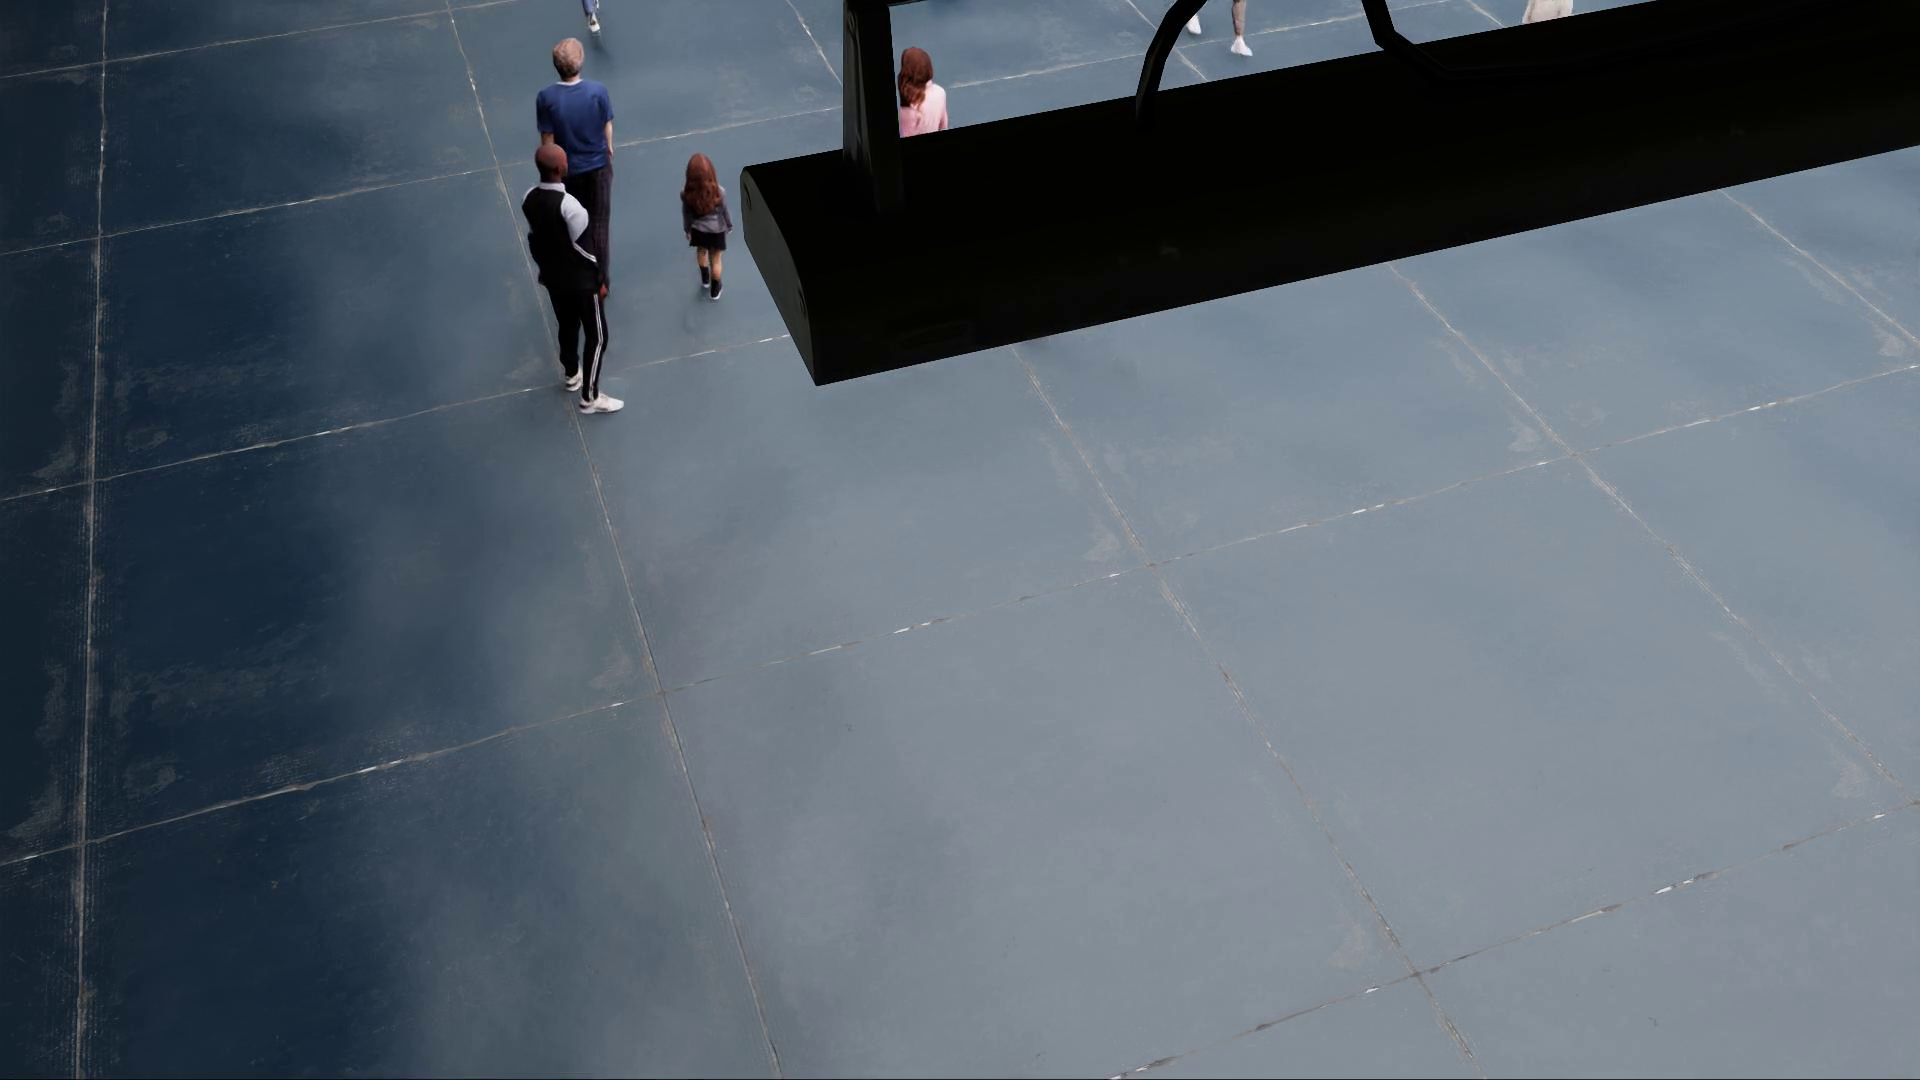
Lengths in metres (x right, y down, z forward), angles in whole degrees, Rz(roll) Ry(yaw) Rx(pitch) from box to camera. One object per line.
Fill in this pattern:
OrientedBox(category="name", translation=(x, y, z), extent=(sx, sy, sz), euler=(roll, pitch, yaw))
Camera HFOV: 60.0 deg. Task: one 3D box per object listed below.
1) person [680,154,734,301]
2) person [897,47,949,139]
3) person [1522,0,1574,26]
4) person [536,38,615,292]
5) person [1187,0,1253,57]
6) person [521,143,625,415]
OrientedBox(category="person", translation=(-1.784, -2.177, 11.679), extent=(0.561, 1.098, 0.599), euler=(2, 43, 2))
OrientedBox(category="person", translation=(-0.196, -2.531, 11.556), extent=(1.141, 1.782, 0.936), euler=(31, 51, 29))
OrientedBox(category="person", translation=(4.693, -3.966, 13.339), extent=(0.998, 1.447, 0.952), euler=(28, 50, 27))
OrientedBox(category="person", translation=(-2.587, -2.515, 11.499), extent=(0.764, 1.837, 0.989), euler=(-8, 44, -9))
OrientedBox(category="person", translation=(2.232, -5.146, 14.350), extent=(0.731, 1.792, 1.138), euler=(-12, 44, -12))
OrientedBox(category="person", translation=(-2.505, -1.668, 10.606), extent=(0.869, 1.818, 0.990), euler=(27, 49, 26))
